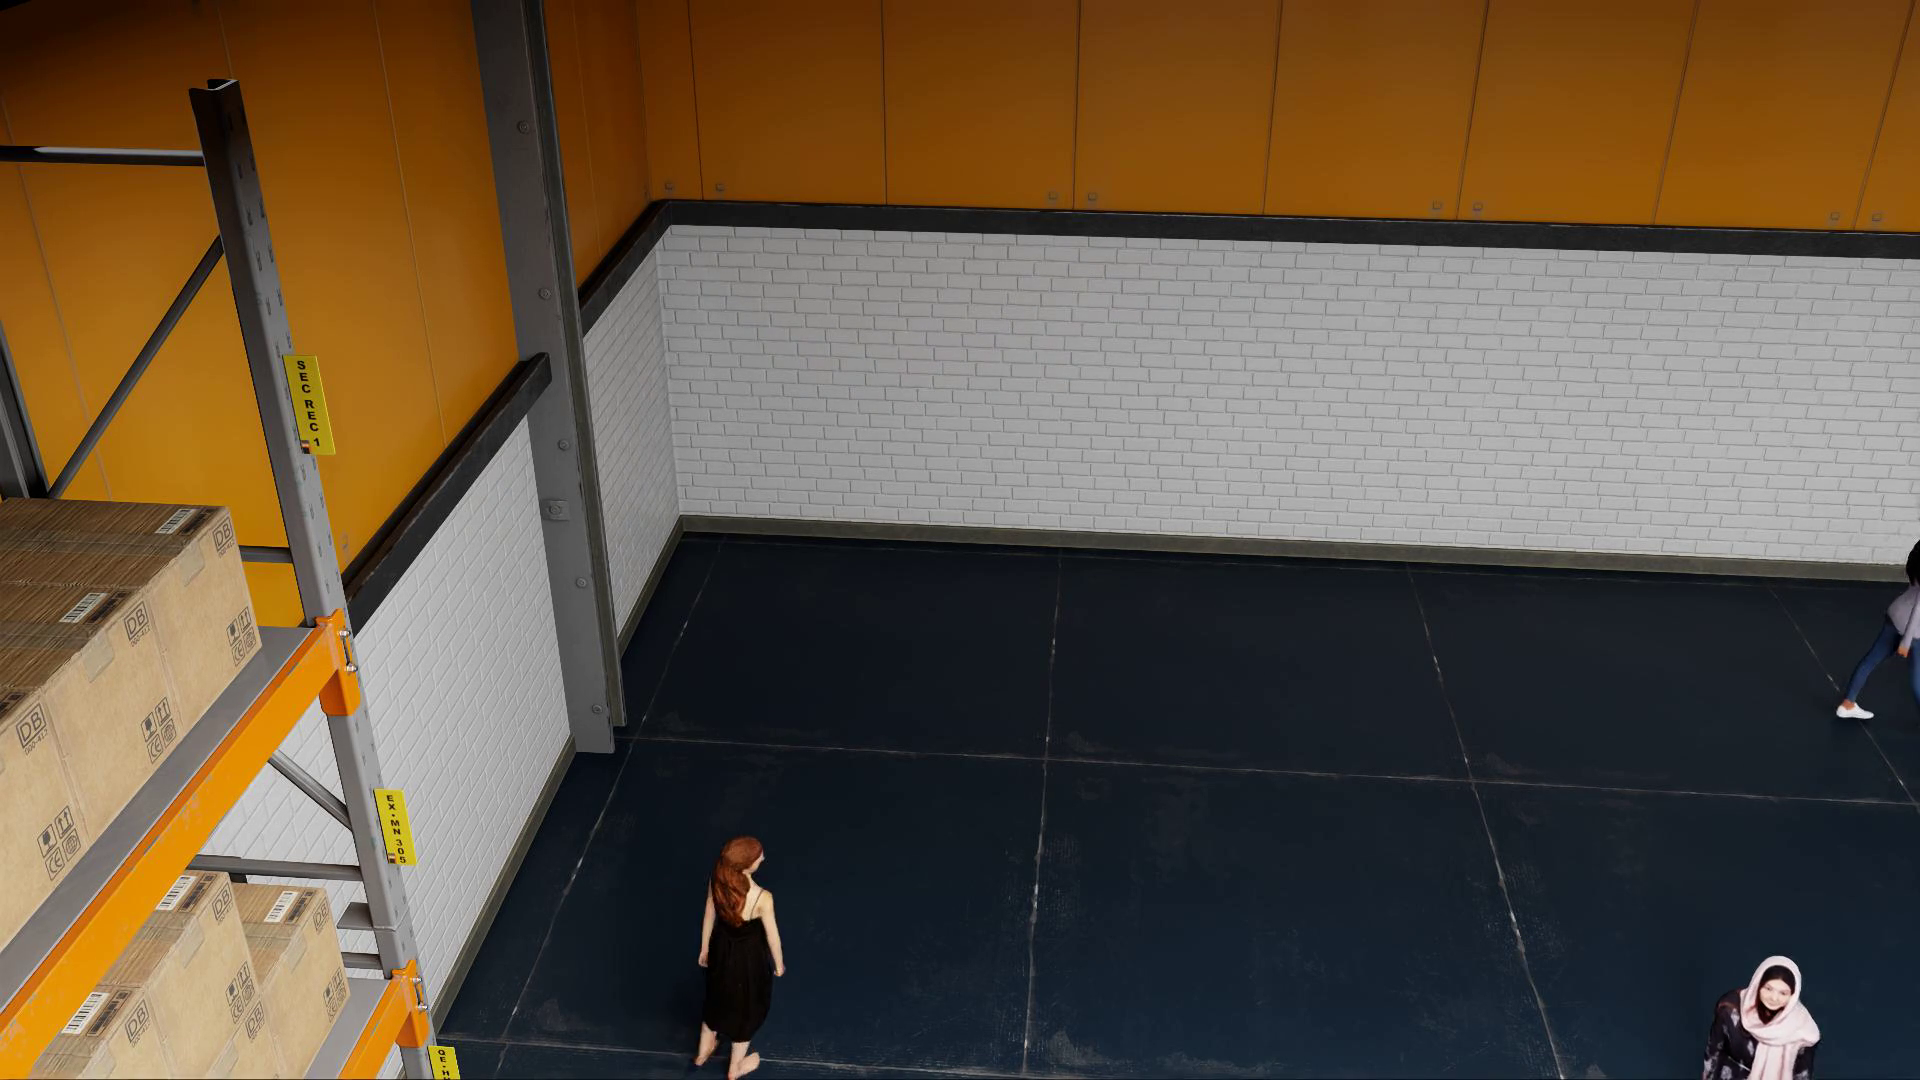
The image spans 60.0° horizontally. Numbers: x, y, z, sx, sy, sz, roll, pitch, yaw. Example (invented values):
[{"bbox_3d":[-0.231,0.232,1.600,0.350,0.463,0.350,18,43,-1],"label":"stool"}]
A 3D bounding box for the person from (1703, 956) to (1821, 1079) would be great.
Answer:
[{"bbox_3d":[3.934,2.667,8.250,0.914,1.591,1.205,14,32,24],"label":"person"}]

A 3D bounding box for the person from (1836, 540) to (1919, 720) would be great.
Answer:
[{"bbox_3d":[6.683,0.607,11.907,0.810,1.706,1.012,7,29,12],"label":"person"}]

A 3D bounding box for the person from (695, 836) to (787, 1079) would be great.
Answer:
[{"bbox_3d":[-1.240,2.281,8.956,0.776,1.593,0.771,7,29,12],"label":"person"}]
